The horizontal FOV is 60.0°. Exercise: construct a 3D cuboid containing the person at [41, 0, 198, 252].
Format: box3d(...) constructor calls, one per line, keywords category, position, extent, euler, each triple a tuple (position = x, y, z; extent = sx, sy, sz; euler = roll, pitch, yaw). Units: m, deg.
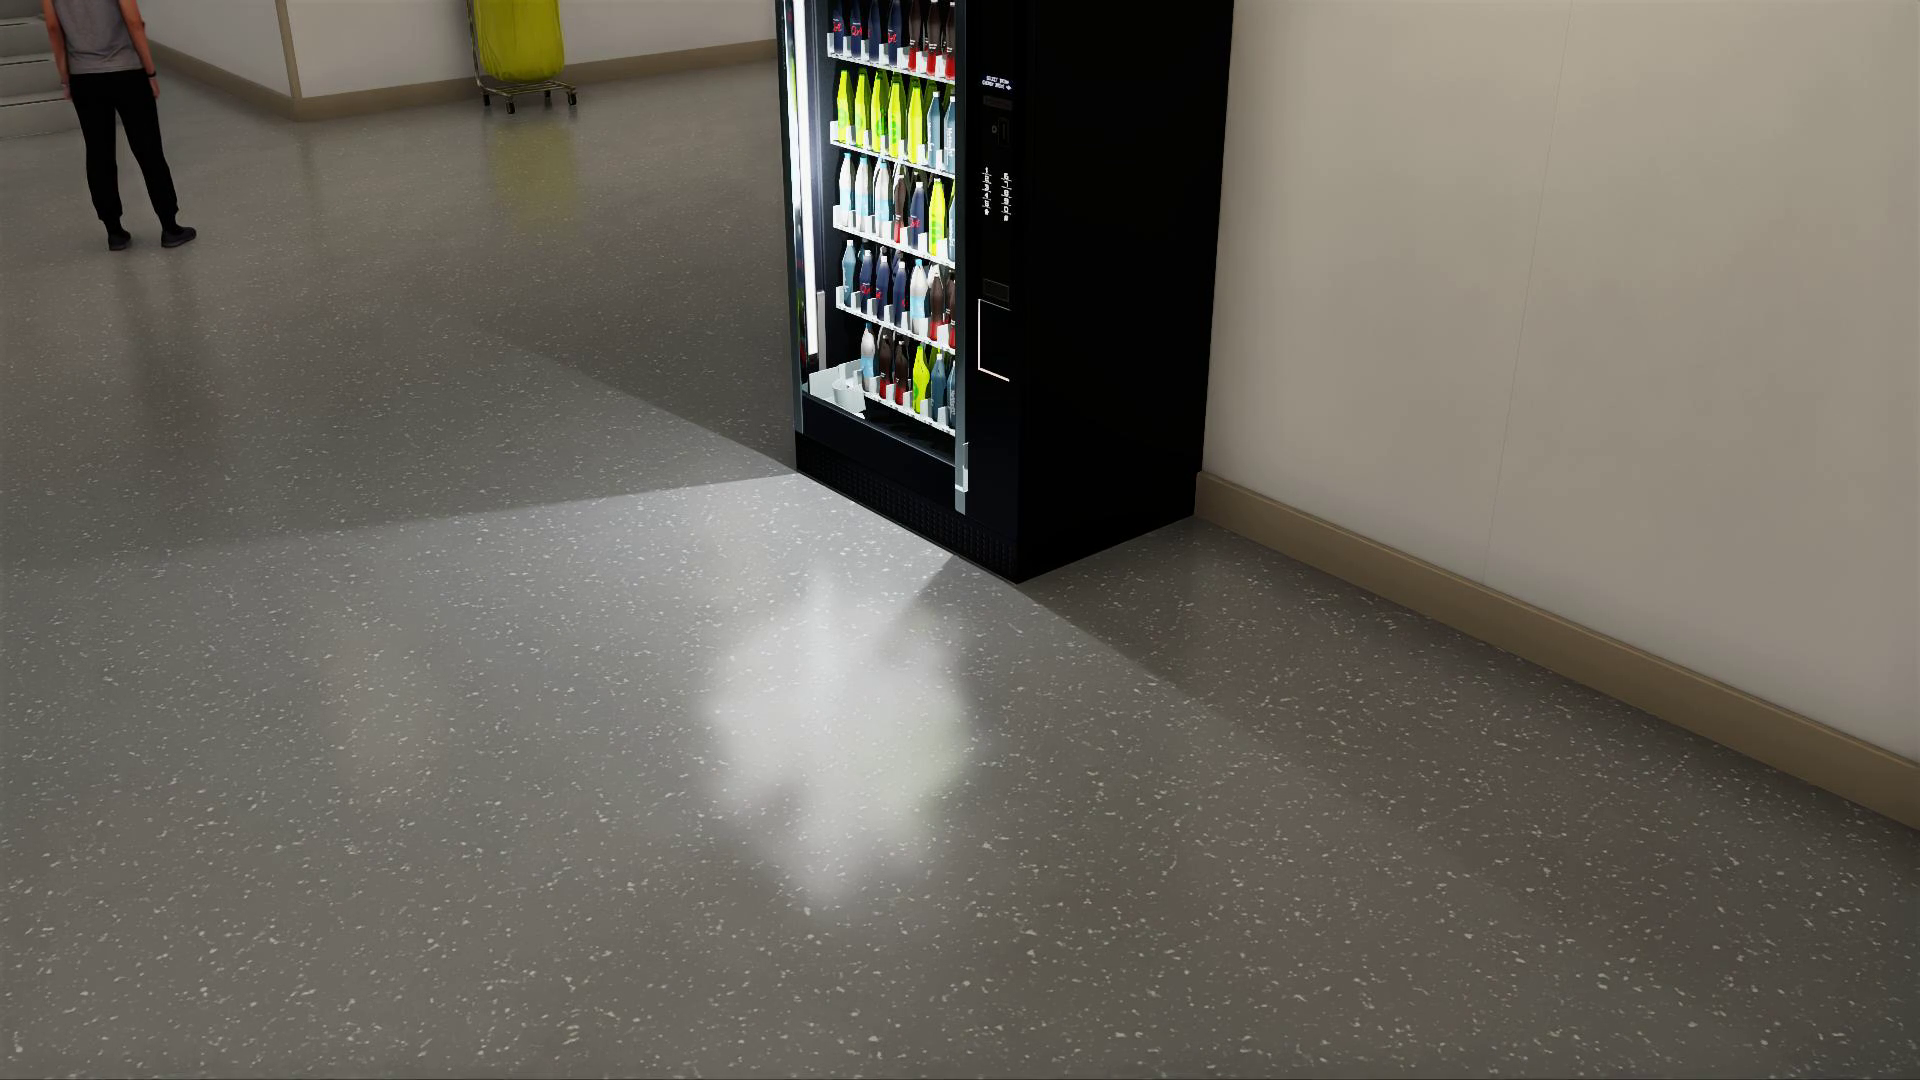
box3d(category="person", position=(-4.322, -2.358, 8.431), extent=(0.709, 1.754, 0.722), euler=(-4, 26, -7))
